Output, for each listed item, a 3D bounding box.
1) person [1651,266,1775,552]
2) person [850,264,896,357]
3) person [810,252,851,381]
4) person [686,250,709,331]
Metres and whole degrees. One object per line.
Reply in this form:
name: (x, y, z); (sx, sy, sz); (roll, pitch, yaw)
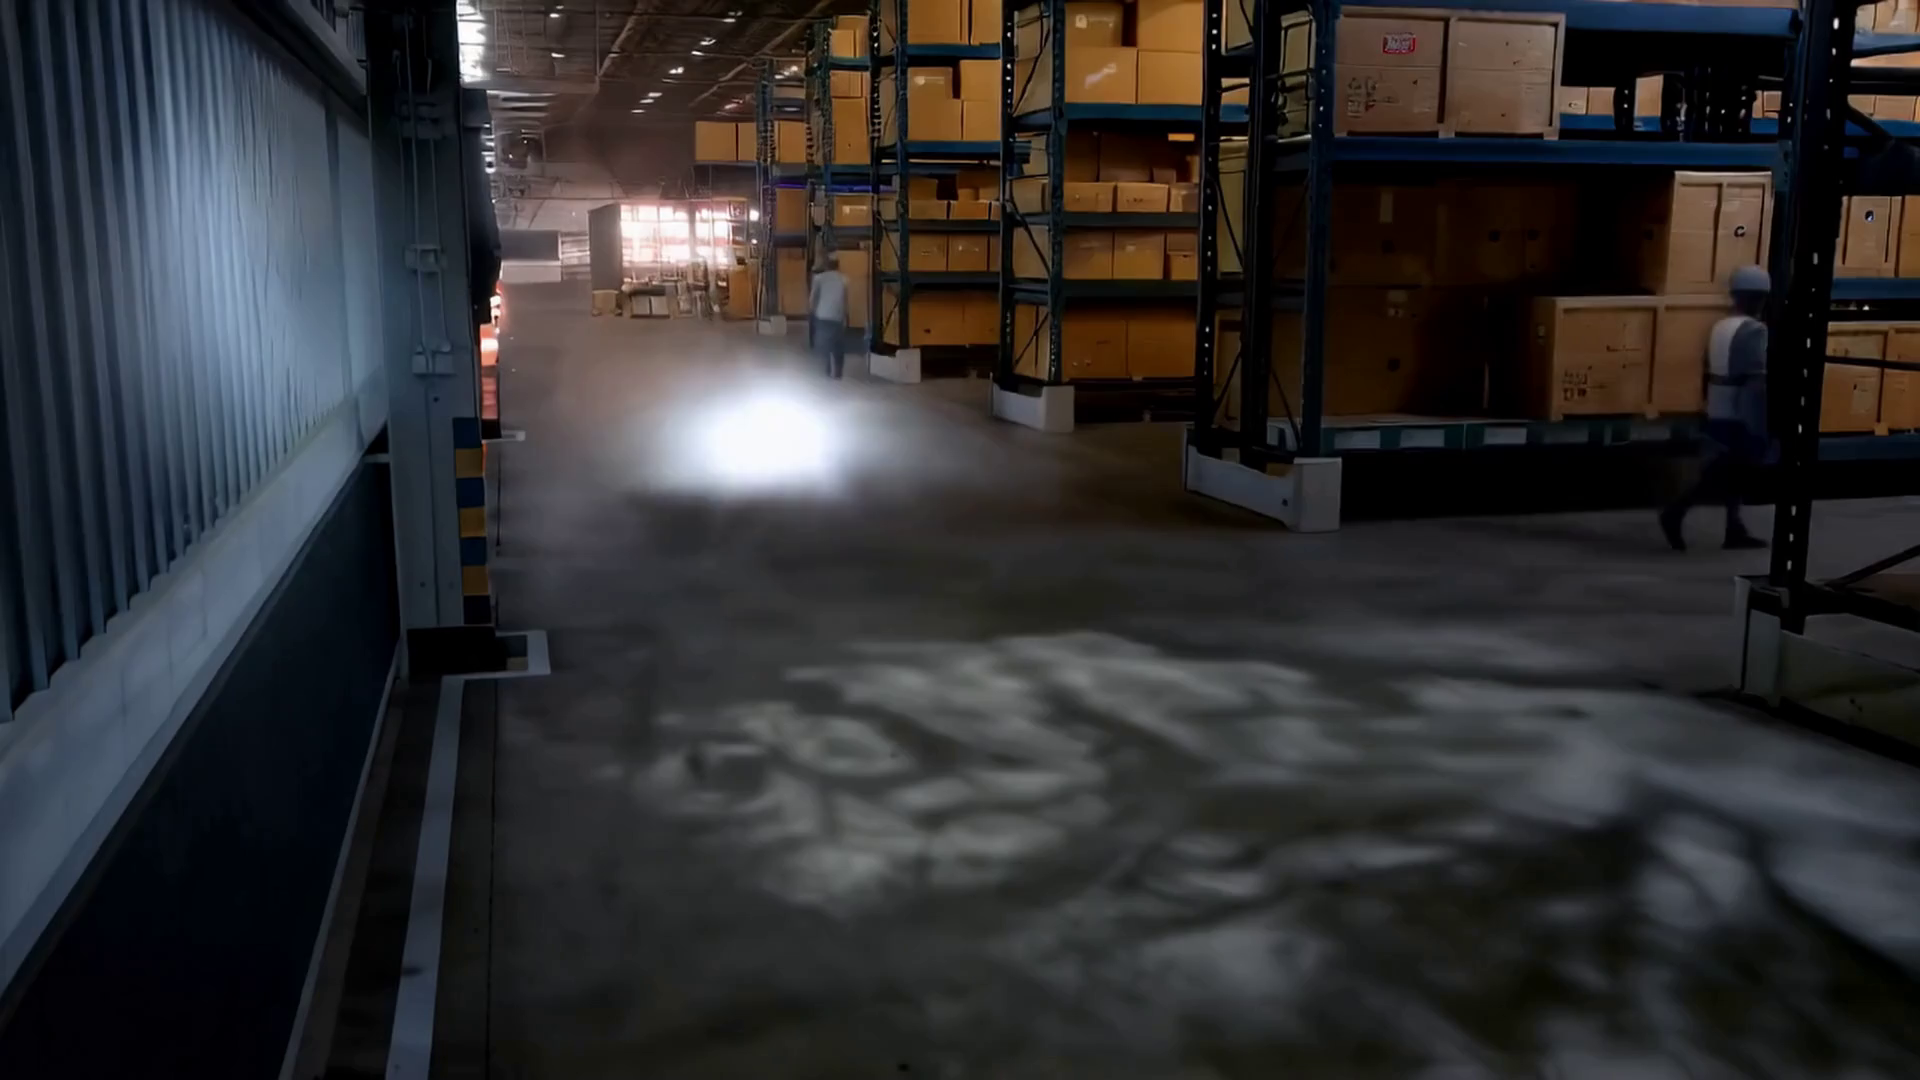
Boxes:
person: (4.989, -0.846, 10.971); (0.835, 1.905, 0.577); (-1, 10, -3)
person: (-1.530, -4.179, 30.341); (0.888, 1.716, 0.568); (2, 10, 11)
person: (-1.954, -3.377, 25.198); (0.610, 1.937, 1.060); (-1, 10, -7)
person: (-6.312, -5.982, 39.916); (0.603, 1.937, 0.402); (-7, 12, -36)
